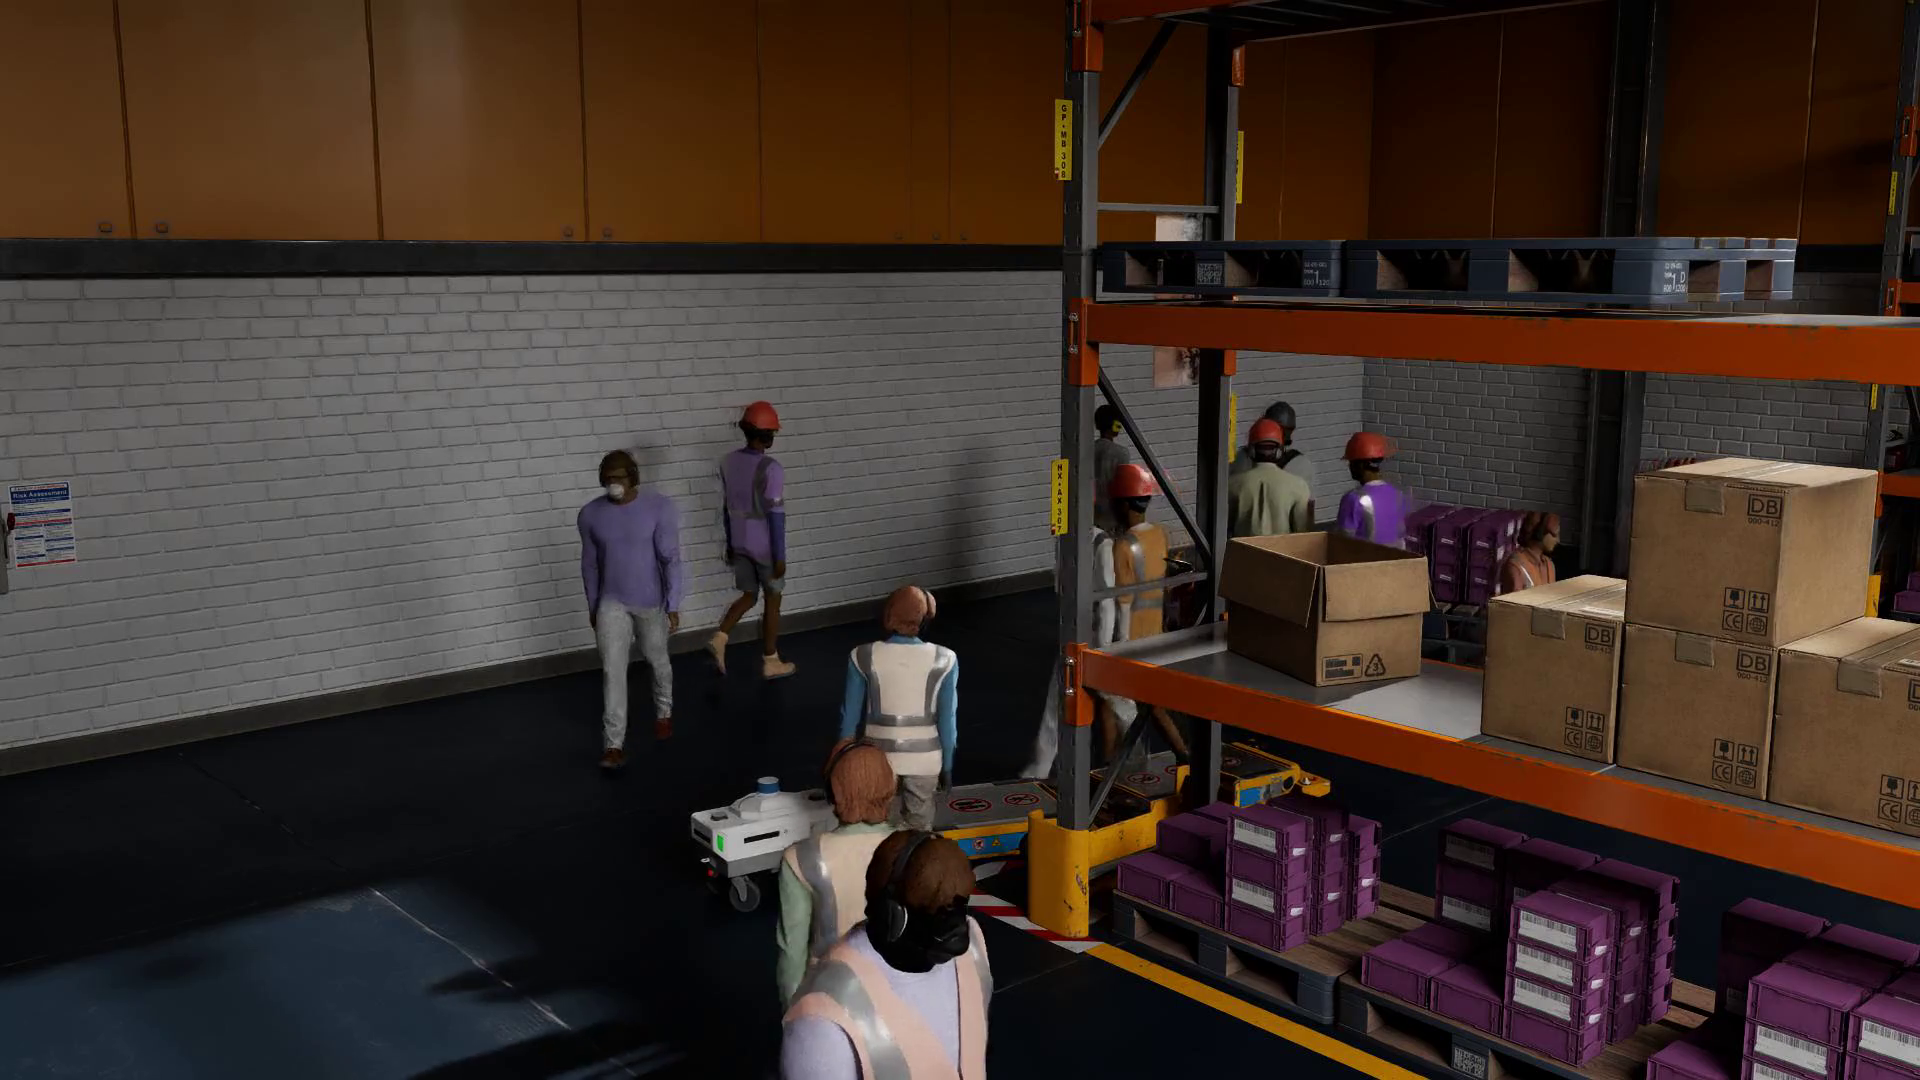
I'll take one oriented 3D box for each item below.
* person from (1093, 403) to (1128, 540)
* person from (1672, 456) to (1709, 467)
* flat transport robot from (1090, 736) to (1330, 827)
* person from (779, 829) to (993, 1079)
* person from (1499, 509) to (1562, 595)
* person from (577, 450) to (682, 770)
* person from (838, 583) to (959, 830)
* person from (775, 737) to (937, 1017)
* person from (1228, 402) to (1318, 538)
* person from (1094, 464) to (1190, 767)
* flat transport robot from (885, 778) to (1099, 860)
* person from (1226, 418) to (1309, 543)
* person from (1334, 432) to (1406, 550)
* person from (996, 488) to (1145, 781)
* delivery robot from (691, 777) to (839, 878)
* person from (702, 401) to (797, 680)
[{"bbox_3d":[1.158,-0.167,13.395,0.552,1.859,0.328,9,14,44],"label":"person"},{"bbox_3d":[4.148,0.456,9.638,0.430,1.890,0.675,8,13,41],"label":"person"},{"bbox_3d":[1.294,1.346,9.174,1.431,0.197,0.652,-6,11,-32],"label":"flat transport robot"},{"bbox_3d":[-0.148,1.498,3.758,0.438,1.816,0.642,6,11,32],"label":"person"},{"bbox_3d":[3.190,0.604,9.616,0.520,1.598,0.815,-7,12,-36],"label":"person"},{"bbox_3d":[-1.982,0.379,10.127,0.677,1.893,1.020,1,10,5],"label":"person"},{"bbox_3d":[-0.268,1.011,7.238,0.535,1.610,0.730,0,10,-1],"label":"person"},{"bbox_3d":[-0.284,1.395,4.922,0.519,1.621,0.342,-3,10,-20],"label":"person"},{"bbox_3d":[2.276,-0.047,12.152,0.696,2.000,1.037,4,10,21],"label":"person"},{"bbox_3d":[0.993,0.534,9.123,0.816,1.916,0.555,7,12,36],"label":"person"},{"bbox_3d":[-0.023,1.459,8.510,1.431,0.197,0.652,-3,10,-19],"label":"flat transport robot"},{"bbox_3d":[2.001,0.181,11.076,0.621,1.966,0.876,1,10,7],"label":"person"},{"bbox_3d":[2.597,0.230,10.960,0.549,1.885,0.992,-8,13,-40],"label":"person"},{"bbox_3d":[0.647,0.568,9.134,0.981,1.830,0.665,-5,11,-29],"label":"person"},{"bbox_3d":[-0.911,1.372,7.918,0.707,0.478,0.477,-6,11,-33],"label":"delivery robot"},{"bbox_3d":[-1.490,0.031,11.760,0.622,2.021,0.696,8,13,39],"label":"person"}]
